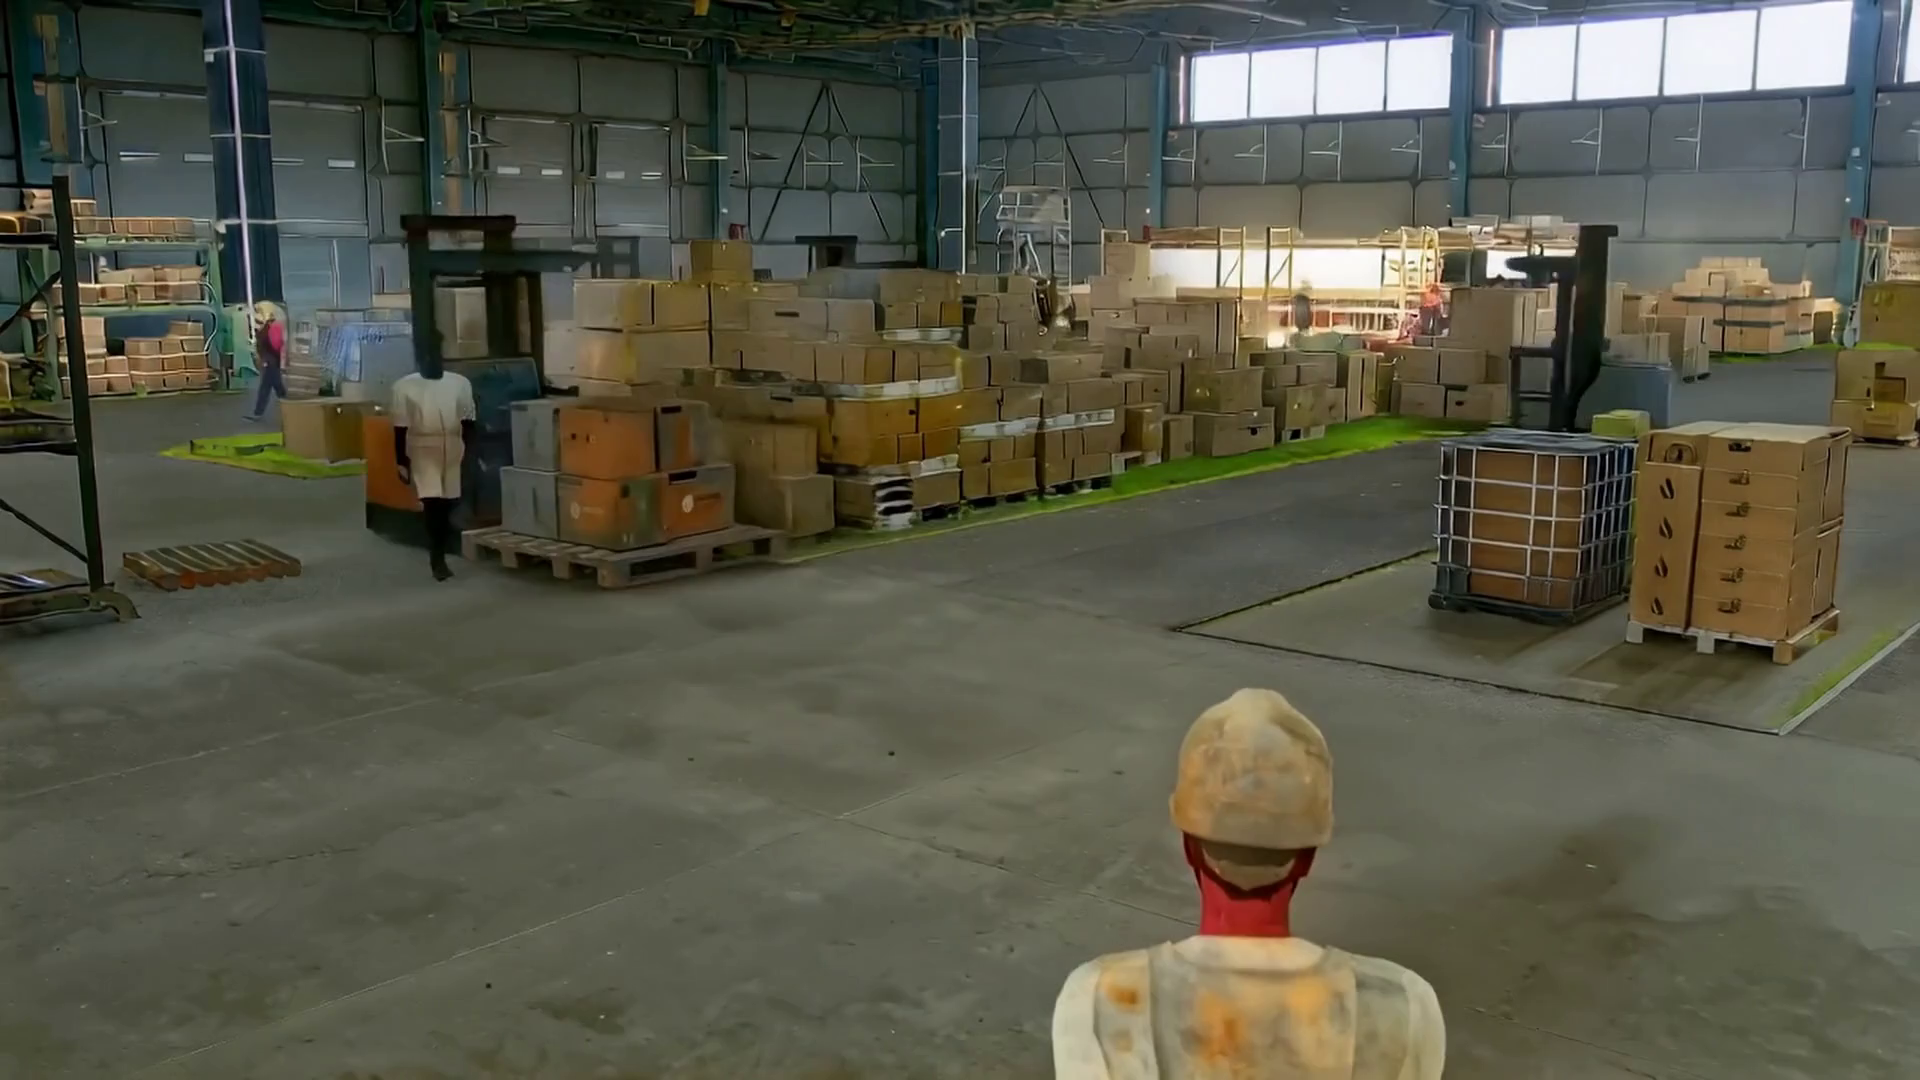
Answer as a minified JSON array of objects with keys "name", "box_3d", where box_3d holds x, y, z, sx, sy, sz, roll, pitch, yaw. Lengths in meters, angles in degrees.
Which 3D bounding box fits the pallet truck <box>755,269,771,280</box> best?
[{"name":"pallet truck","box_3d":[-4.996,-6.432,45.525,1.885,1.965,0.823,-6,12,-32]}]

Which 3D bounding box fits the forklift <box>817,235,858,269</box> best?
[{"name":"forklift","box_3d":[-2.797,-5.560,38.047,1.129,2.768,1.873,4,11,23]}]

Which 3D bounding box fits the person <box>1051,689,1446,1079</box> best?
[{"name":"person","box_3d":[0.400,1.169,2.415,0.546,1.939,0.375,1,10,4]}]

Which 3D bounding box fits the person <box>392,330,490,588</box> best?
[{"name":"person","box_3d":[-3.890,-0.613,12.559,0.636,1.925,0.896,-8,13,-38]}]

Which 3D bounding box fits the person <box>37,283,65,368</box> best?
[{"name":"person","box_3d":[-17.003,-3.883,31.168,0.551,1.942,0.345,4,11,23]}]

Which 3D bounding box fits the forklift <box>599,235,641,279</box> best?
[{"name":"forklift","box_3d":[-7.656,-5.502,37.721,1.873,2.768,1.129,8,13,40]}]

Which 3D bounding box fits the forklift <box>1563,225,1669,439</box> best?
[{"name":"forklift","box_3d":[7.927,-2.559,20.961,1.873,2.768,1.129,3,10,16]}]

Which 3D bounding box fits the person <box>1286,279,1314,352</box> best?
[{"name":"person","box_3d":[7.242,-4.590,35.345,0.979,1.896,0.557,4,11,21]}]

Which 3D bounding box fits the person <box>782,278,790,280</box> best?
[{"name":"person","box_3d":[-3.892,-5.108,38.339,0.571,1.870,0.618,-4,11,-24]}]

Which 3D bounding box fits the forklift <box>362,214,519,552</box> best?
[{"name":"forklift","box_3d":[-4.262,-1.397,14.345,1.873,2.768,1.129,8,13,40]}]

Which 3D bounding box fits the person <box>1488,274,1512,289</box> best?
[{"name":"person","box_3d":[12.836,-5.374,39.671,0.630,1.940,0.372,0,10,3]}]

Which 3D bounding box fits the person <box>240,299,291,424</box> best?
[{"name":"person","box_3d":[-10.120,-2.591,24.214,0.535,1.799,0.955,9,14,42]}]
